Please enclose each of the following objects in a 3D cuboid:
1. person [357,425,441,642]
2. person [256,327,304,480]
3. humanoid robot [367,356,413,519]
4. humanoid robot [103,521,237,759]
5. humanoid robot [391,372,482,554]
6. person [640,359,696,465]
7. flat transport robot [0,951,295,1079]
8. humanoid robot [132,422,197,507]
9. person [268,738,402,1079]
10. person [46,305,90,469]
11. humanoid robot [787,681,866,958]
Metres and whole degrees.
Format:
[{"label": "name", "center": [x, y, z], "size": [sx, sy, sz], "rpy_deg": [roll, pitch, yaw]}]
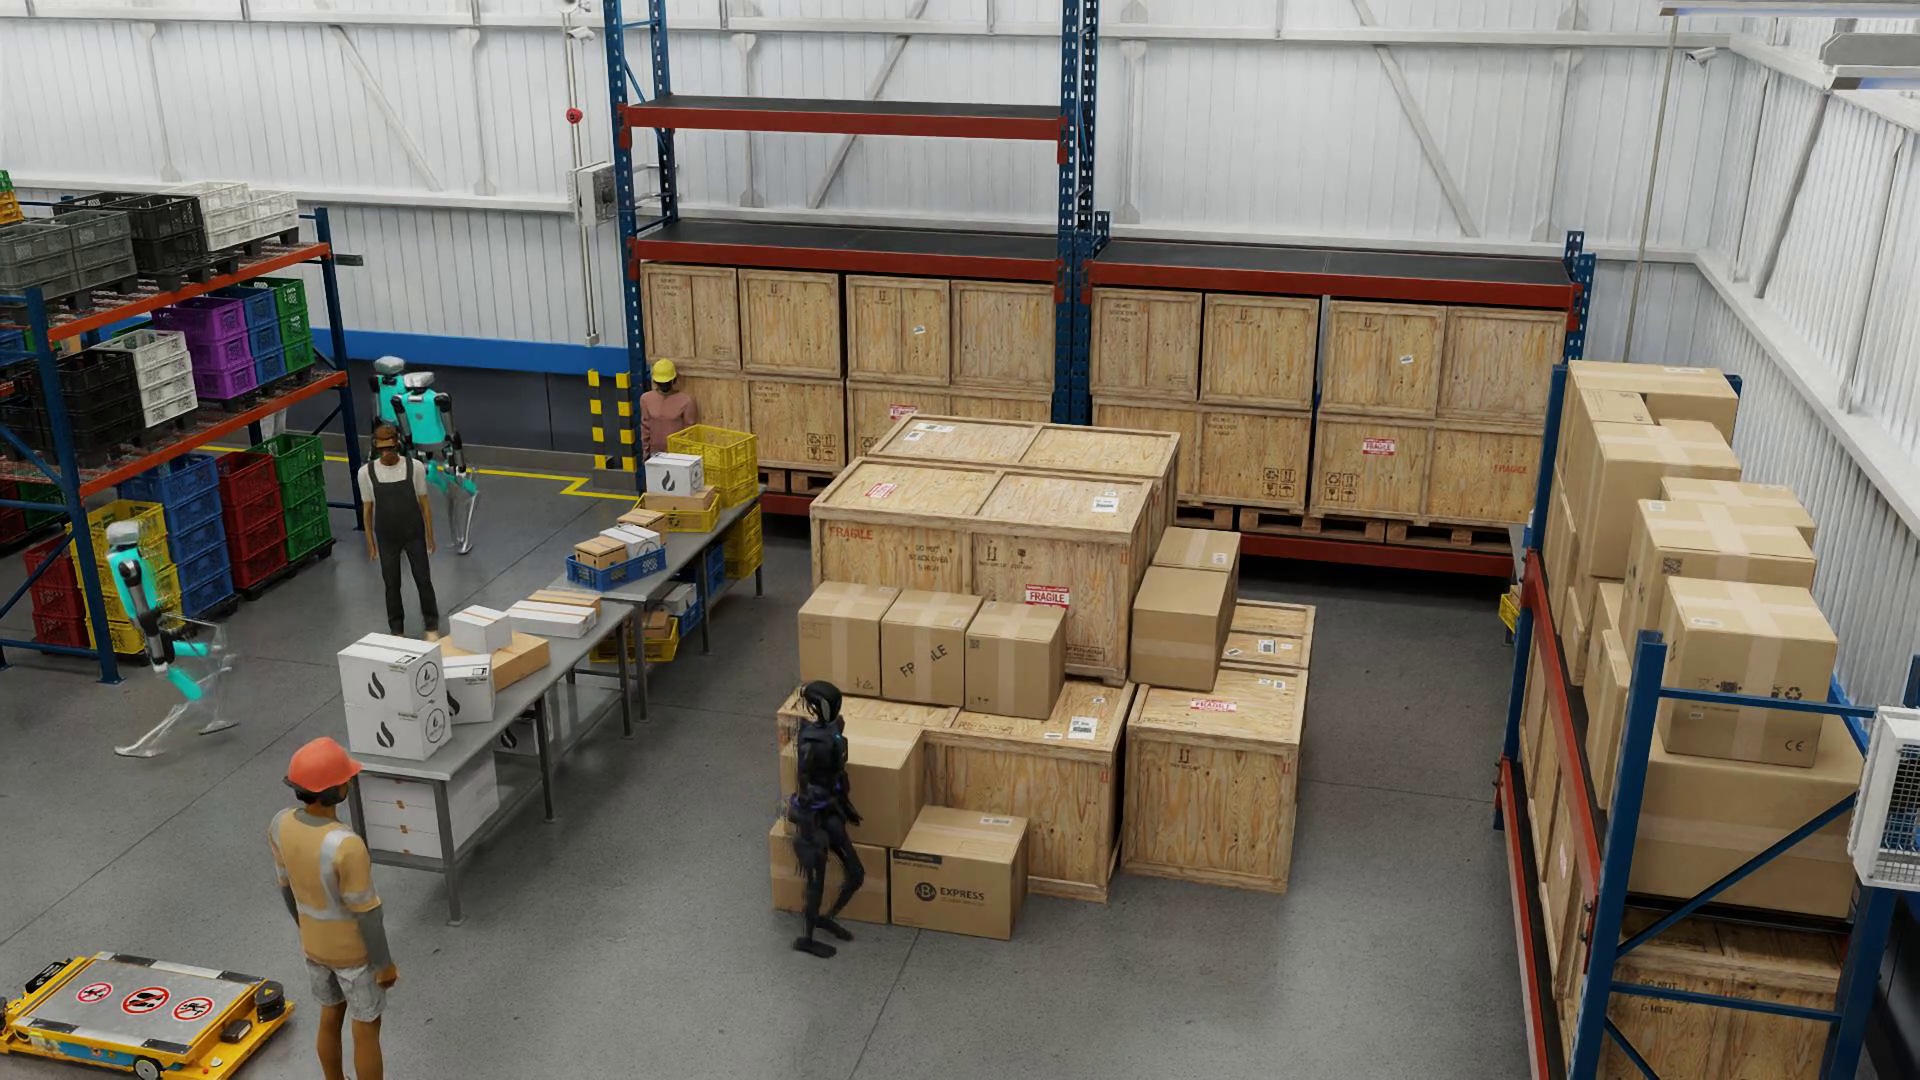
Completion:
[{"label": "person", "center": [-4.352, -0.021, 12.916], "size": [0.503, 1.836, 0.331], "rpy_deg": [-7, 22, -17]}, {"label": "person", "center": [-6.879, -1.418, 16.557], "size": [0.429, 1.841, 0.626], "rpy_deg": [3, 21, 7]}, {"label": "humanoid robot", "center": [-5.140, -0.714, 14.864], "size": [0.534, 1.775, 0.728], "rpy_deg": [9, 23, 22]}, {"label": "humanoid robot", "center": [-5.292, 0.665, 11.262], "size": [1.025, 1.728, 0.546], "rpy_deg": [-13, 24, -30]}, {"label": "humanoid robot", "center": [-4.597, -0.688, 14.882], "size": [0.567, 1.832, 0.850], "rpy_deg": [3, 21, 7]}, {"label": "person", "center": [-2.620, -0.783, 15.009], "size": [0.522, 1.761, 0.336], "rpy_deg": [3, 21, 9]}, {"label": "flat transport robot", "center": [-4.270, 2.464, 8.601], "size": [1.431, 0.231, 0.659], "rpy_deg": [5, 22, 13]}, {"label": "humanoid robot", "center": [-7.305, -0.733, 14.962], "size": [0.531, 1.779, 0.987], "rpy_deg": [10, 23, 23]}, {"label": "person", "center": [-2.854, 1.850, 7.724], "size": [0.604, 2.045, 0.375], "rpy_deg": [13, 24, 30]}, {"label": "person", "center": [-9.182, -1.675, 17.099], "size": [0.372, 1.932, 0.543], "rpy_deg": [0, 21, -1]}, {"label": "humanoid robot", "center": [-0.752, 1.527, 9.069], "size": [0.388, 1.648, 0.613], "rpy_deg": [7, 22, 17]}]
